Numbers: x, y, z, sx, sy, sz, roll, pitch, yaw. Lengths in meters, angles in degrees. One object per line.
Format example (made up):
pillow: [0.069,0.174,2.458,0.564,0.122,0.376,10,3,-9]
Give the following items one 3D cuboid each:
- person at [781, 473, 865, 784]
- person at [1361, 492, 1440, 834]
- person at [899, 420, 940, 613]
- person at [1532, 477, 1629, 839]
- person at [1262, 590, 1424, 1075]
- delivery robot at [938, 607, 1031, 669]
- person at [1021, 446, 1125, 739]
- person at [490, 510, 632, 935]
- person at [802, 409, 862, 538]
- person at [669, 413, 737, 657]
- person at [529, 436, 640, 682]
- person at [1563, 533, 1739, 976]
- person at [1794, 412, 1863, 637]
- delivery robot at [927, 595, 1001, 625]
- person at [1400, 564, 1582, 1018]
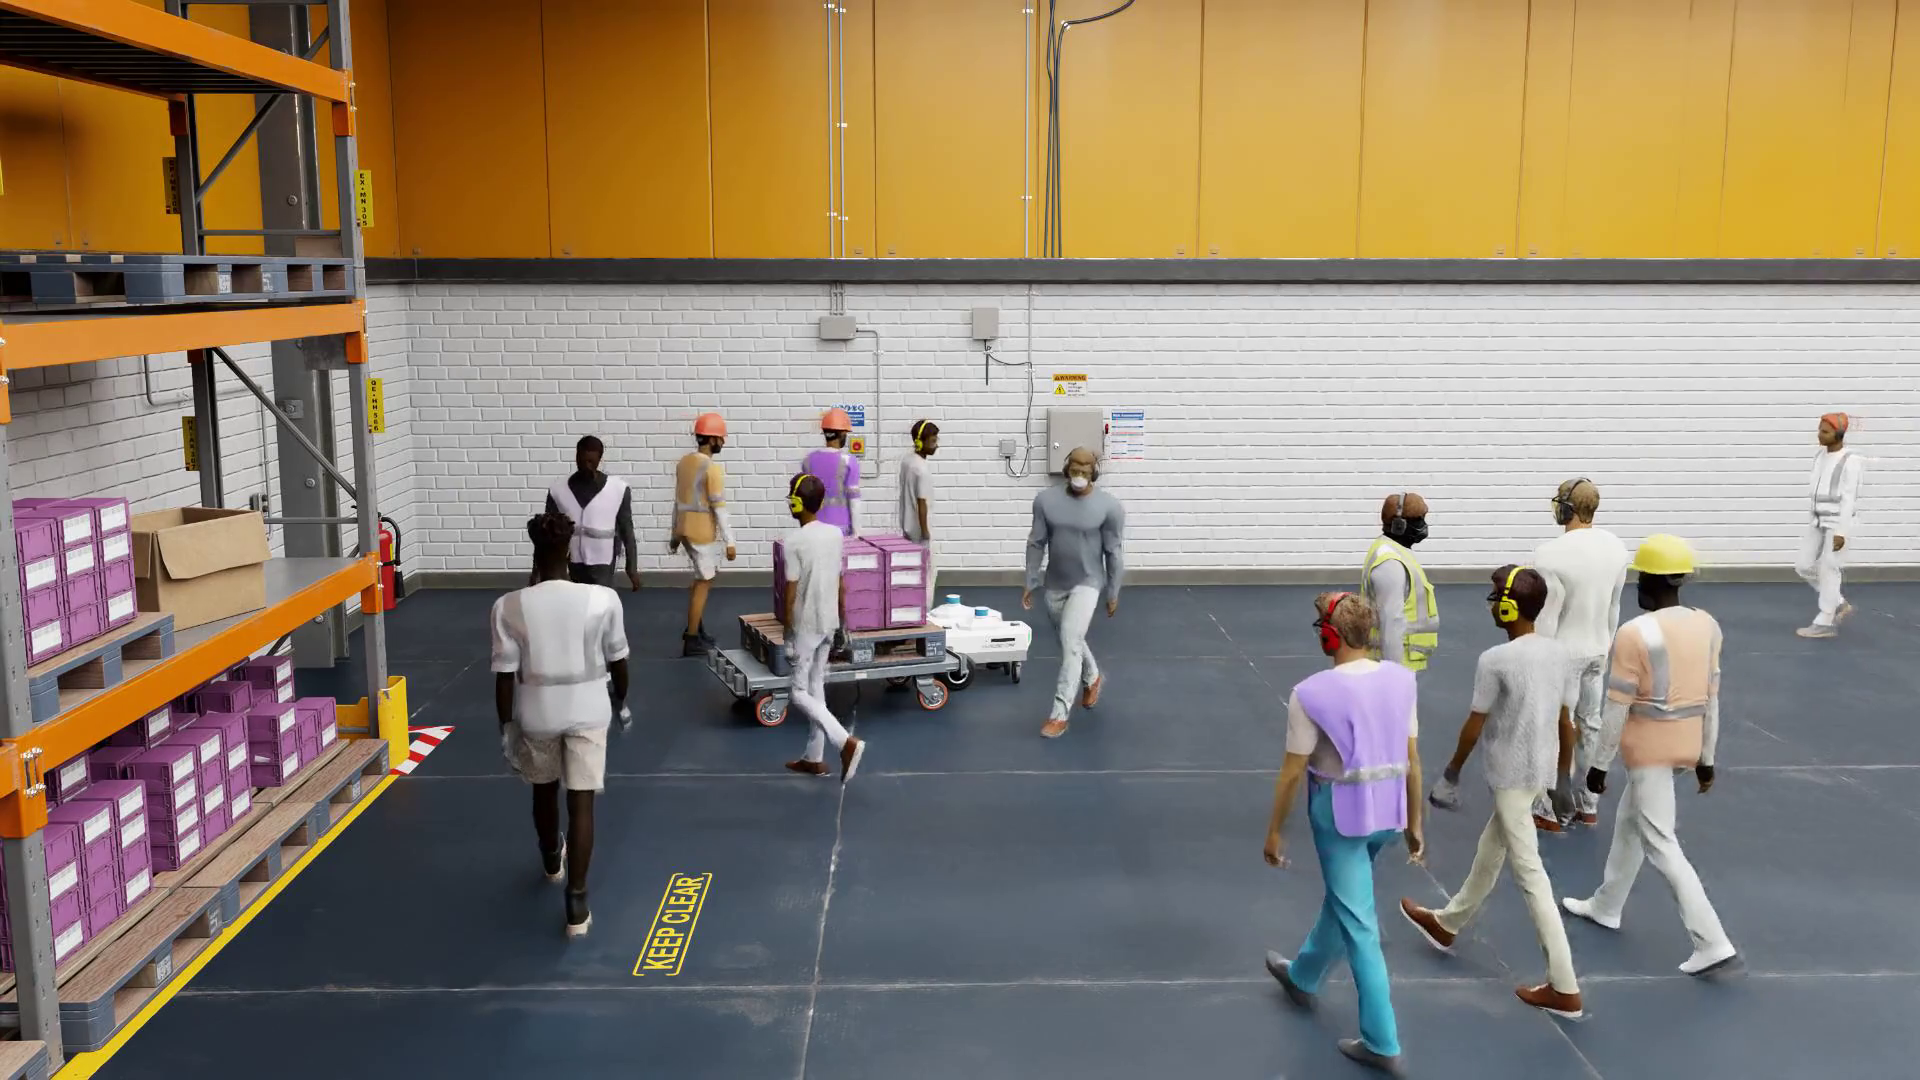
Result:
person: [-0.809,0.532,9.772,0.650,1.854,0.523,7,12,38]
person: [2.374,0.652,9.034,0.429,1.842,0.636,2,10,14]
person: [-0.403,-0.070,13.531,0.710,1.817,0.571,-4,10,-24]
person: [3.261,0.626,8.900,0.631,1.940,0.372,-5,11,-30]
person: [1.454,1.085,6.502,0.587,1.794,0.950,-5,11,-30]
delivery robot: [0.156,0.732,12.192,0.707,0.478,0.477,-2,9,-14]
person: [0.796,0.297,11.066,0.636,1.898,0.995,5,11,29]
person: [-1.869,0.805,7.864,0.612,1.909,1.005,-1,9,-8]
person: [-1.030,-0.096,13.413,0.545,1.916,0.509,5,10,27]
person: [-2.026,-0.041,13.070,0.533,1.909,0.622,-8,12,-39]
person: [-2.682,0.197,11.739,0.749,1.855,0.957,2,9,9]
person: [3.097,0.913,7.295,0.593,1.892,0.931,-5,11,-30]
person: [7.162,-0.119,13.672,0.436,1.868,0.588,-1,9,-5]
delivery robot: [-0.053,0.661,12.630,0.707,0.478,0.477,-5,10,-28]
person: [2.259,1.000,6.981,0.493,1.816,1.005,-7,11,-36]
